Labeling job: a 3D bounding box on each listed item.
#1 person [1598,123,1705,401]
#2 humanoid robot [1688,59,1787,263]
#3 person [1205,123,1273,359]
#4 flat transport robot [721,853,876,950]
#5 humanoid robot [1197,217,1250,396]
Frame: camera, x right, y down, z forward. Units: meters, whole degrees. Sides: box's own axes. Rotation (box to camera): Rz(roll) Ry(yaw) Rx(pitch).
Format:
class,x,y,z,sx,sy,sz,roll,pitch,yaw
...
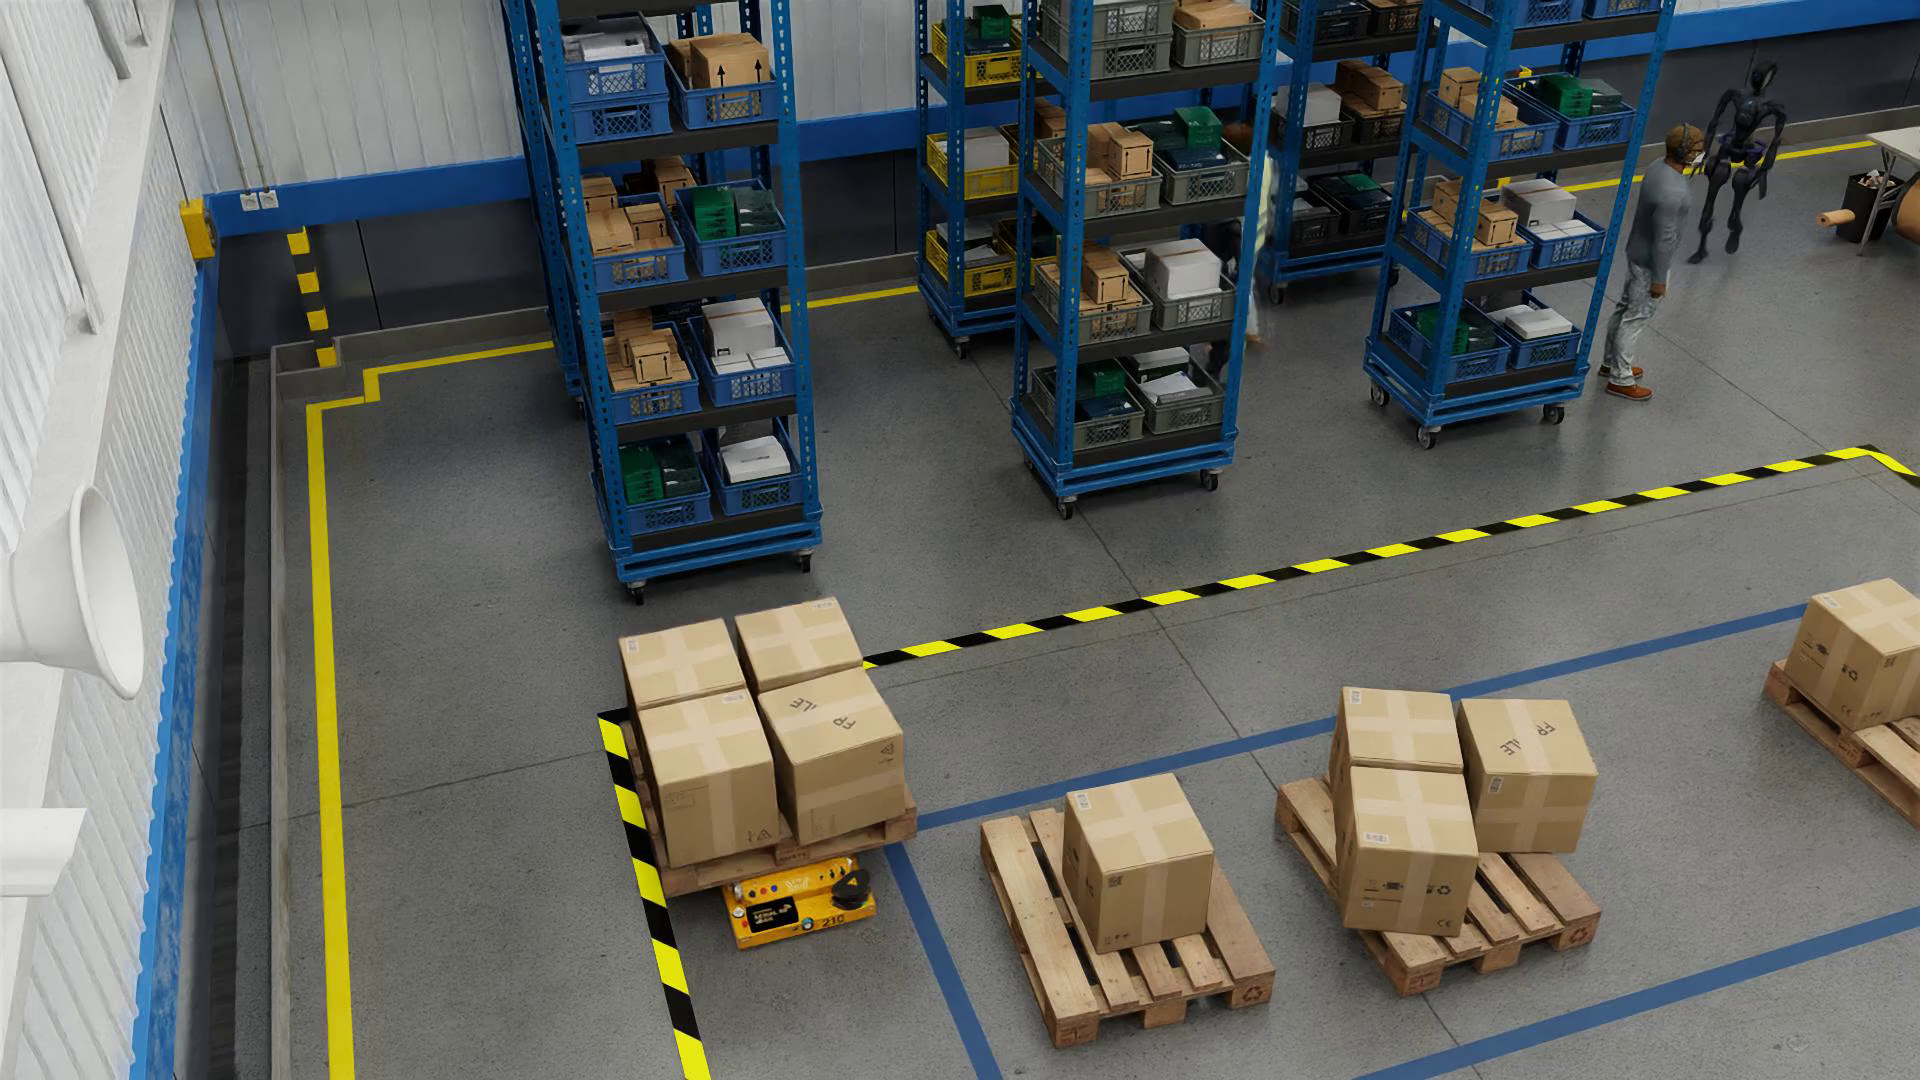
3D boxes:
class,x,y,z,sx,sy,sz,roll,pitch,yaw
person,4.697,-1.890,11.287,0.373,1.940,0.630,6,36,8
humanoid robot,6.115,-2.984,13.064,0.602,1.642,0.503,28,44,33
person,1.910,-2.083,11.681,0.434,1.802,0.688,22,41,28
flat transport robot,-0.925,1.340,8.132,0.652,0.197,1.431,-11,37,-15
humanoid robot,1.710,-1.679,11.233,0.484,1.642,0.596,-13,37,-17
